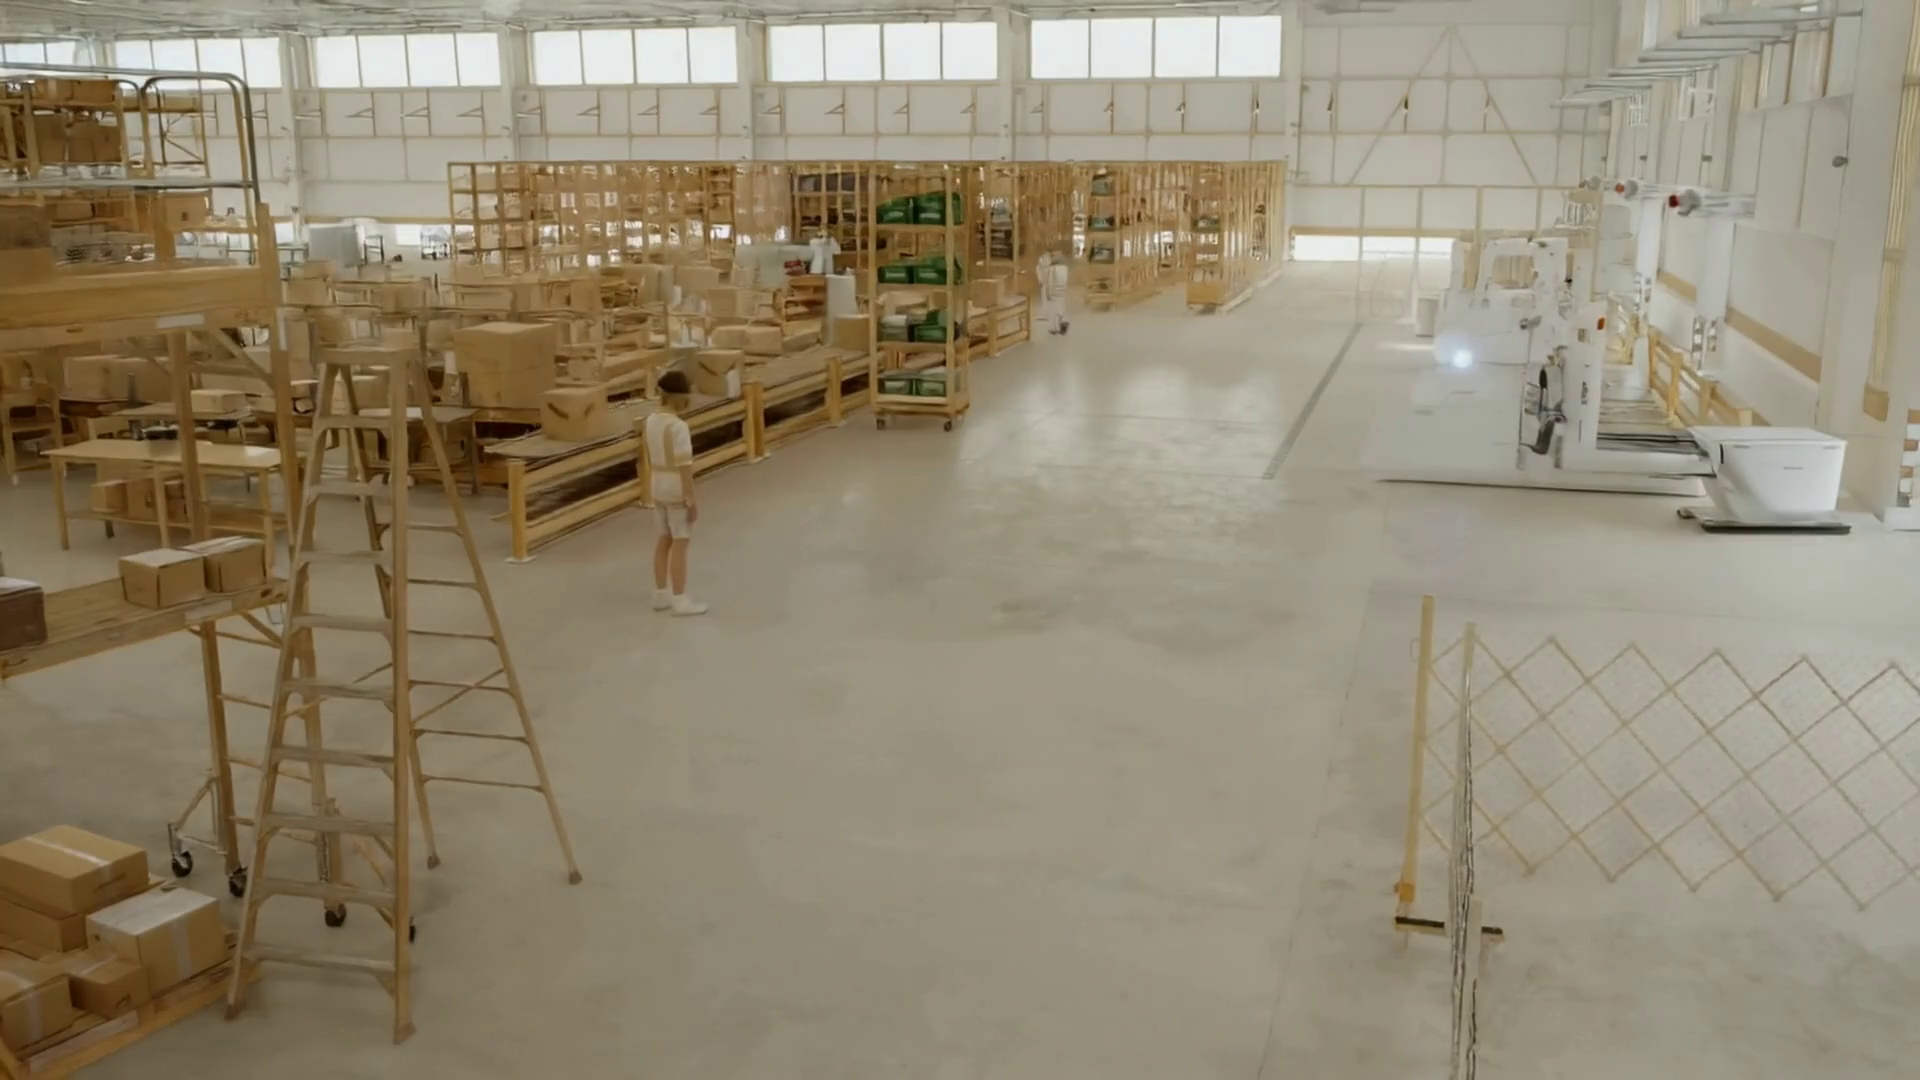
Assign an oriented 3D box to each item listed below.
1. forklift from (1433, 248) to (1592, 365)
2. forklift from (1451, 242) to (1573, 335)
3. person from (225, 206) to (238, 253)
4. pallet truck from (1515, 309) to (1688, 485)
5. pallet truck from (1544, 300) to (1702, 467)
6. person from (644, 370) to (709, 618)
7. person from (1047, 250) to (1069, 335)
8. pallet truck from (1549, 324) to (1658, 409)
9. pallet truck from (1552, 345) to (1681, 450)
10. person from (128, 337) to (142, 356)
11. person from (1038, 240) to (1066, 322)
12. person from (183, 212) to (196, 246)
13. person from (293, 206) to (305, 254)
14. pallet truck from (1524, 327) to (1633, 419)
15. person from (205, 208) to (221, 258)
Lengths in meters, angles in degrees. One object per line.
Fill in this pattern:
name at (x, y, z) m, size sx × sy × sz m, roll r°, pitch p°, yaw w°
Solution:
forklift at (9.780, -4.111, 29.280) m, size 2.680 × 1.987 × 1.157 m, roll 3°, pitch 13°, yaw 14°
forklift at (10.464, -4.597, 31.405) m, size 2.680 × 1.987 × 1.157 m, roll 4°, pitch 14°, yaw 16°
person at (-25.599, -10.715, 58.486) m, size 0.379 × 1.996 × 0.608 m, roll 2°, pitch 13°, yaw 10°
pallet truck at (7.554, -1.677, 19.446) m, size 1.885 × 1.965 × 0.823 m, roll 3°, pitch 13°, yaw 14°
pallet truck at (8.263, -1.952, 20.631) m, size 1.885 × 1.965 × 0.823 m, roll 5°, pitch 14°, yaw 20°
person at (-2.345, -0.386, 13.769) m, size 0.392 × 2.041 × 0.615 m, roll -11°, pitch 17°, yaw -39°
person at (2.088, -5.218, 35.141) m, size 0.598 × 1.815 × 0.630 m, roll -11°, pitch 17°, yaw -39°
pallet truck at (9.824, -2.669, 25.407) m, size 1.601 × 1.201 × 0.680 m, roll 4°, pitch 14°, yaw 16°
pallet truck at (8.641, -1.896, 21.908) m, size 1.630 × 1.274 × 0.653 m, roll 4°, pitch 14°, yaw 16°
person at (-14.203, -3.708, 28.751) m, size 0.367 × 1.750 × 0.542 m, roll -2°, pitch 13°, yaw -10°
person at (2.101, -5.889, 37.916) m, size 0.666 × 1.870 × 0.520 m, roll 3°, pitch 13°, yaw 11°
person at (-27.766, -10.933, 59.928) m, size 0.523 × 1.769 × 0.316 m, roll 4°, pitch 14°, yaw 19°
person at (-25.593, -11.995, 64.385) m, size 0.463 × 1.825 × 0.660 m, roll -3°, pitch 13°, yaw -13°
pallet truck at (9.065, -2.460, 24.370) m, size 1.522 × 1.261 × 0.704 m, roll 3°, pitch 13°, yaw 14°
person at (-26.889, -10.984, 59.855) m, size 0.585 × 1.895 × 0.746 m, roll 0°, pitch 13°, yaw 2°
